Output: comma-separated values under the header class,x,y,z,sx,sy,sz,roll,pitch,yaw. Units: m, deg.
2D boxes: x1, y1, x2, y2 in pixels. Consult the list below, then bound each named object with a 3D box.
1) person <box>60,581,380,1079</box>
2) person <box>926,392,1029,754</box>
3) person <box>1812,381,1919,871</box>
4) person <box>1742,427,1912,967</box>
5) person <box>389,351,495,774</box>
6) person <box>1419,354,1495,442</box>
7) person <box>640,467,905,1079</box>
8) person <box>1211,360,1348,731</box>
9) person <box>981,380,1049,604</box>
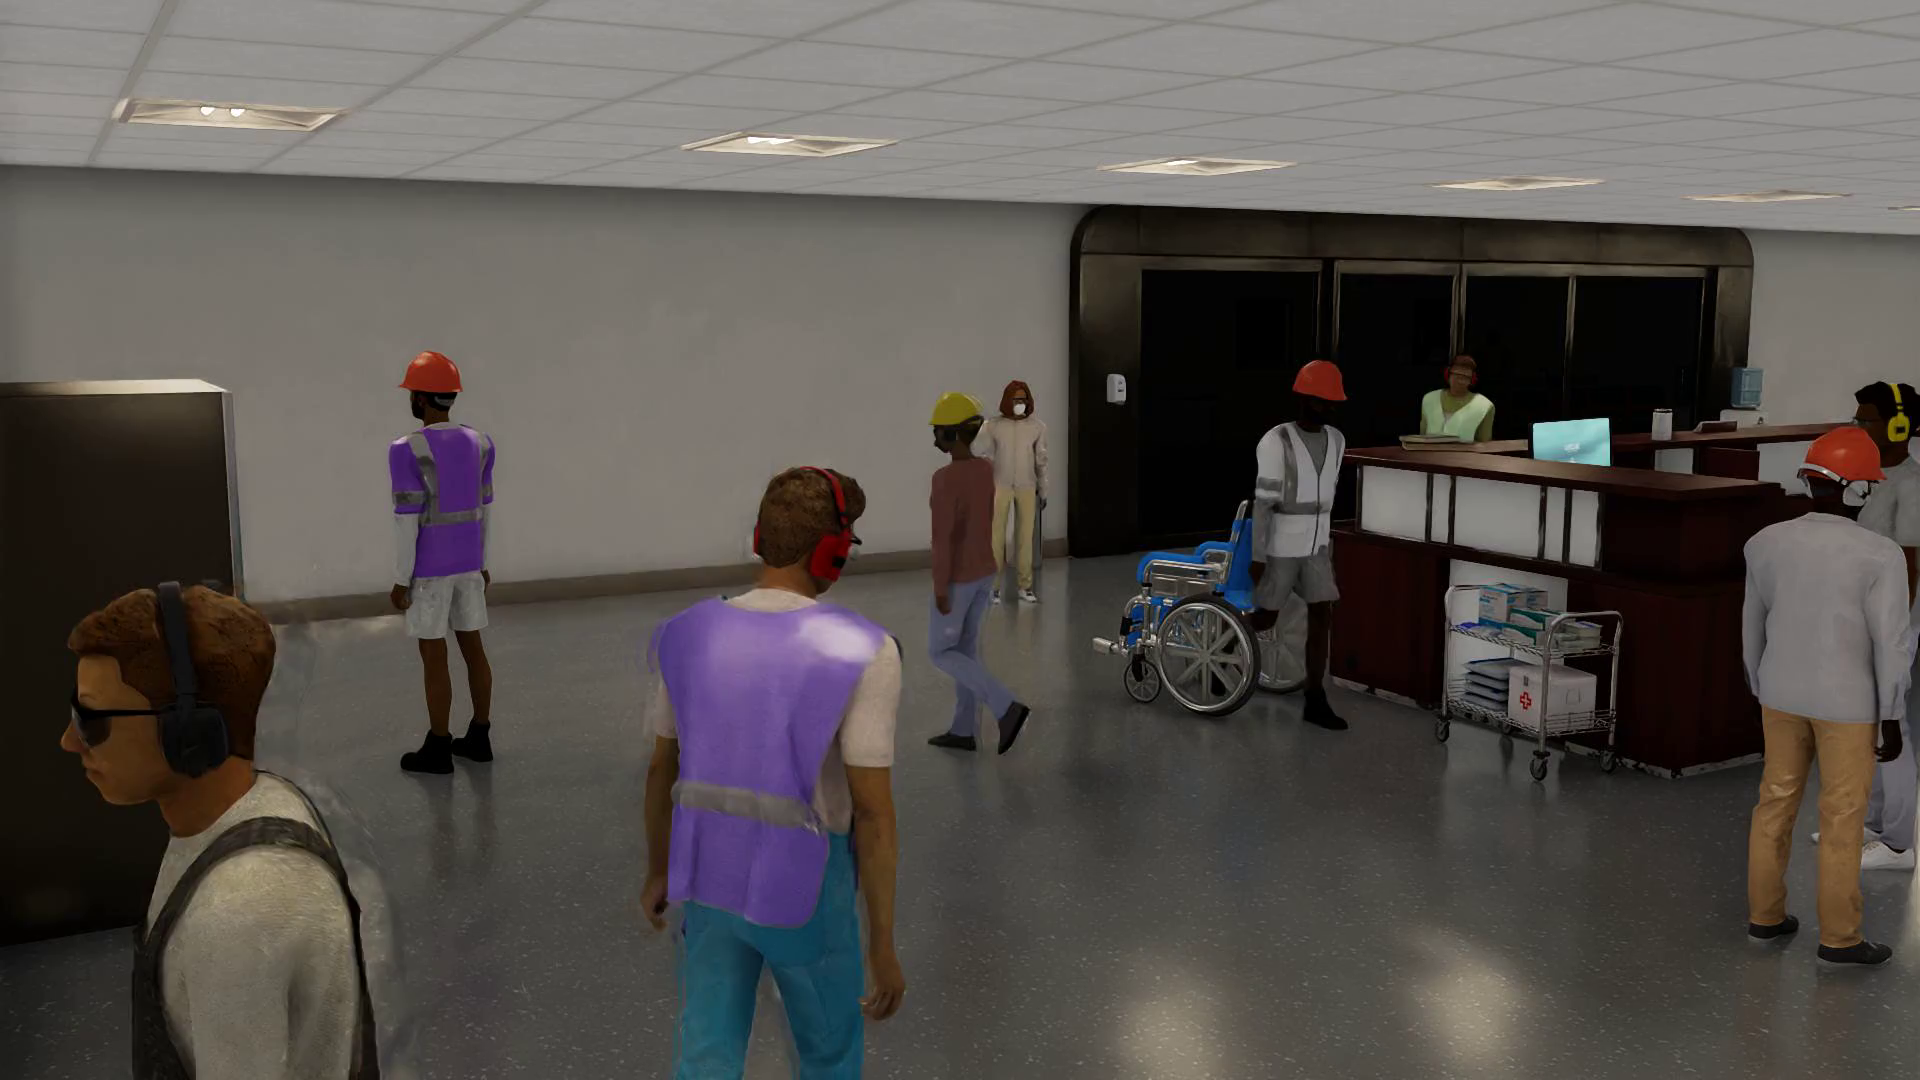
class,x,y,z,sx,sy,sz,roll,pitch,yaw
person,-0.893,0.935,2.211,0.971,1.799,0.523,-4,9,-26
person,0.069,0.180,7.853,0.549,1.755,0.529,5,9,30
person,3.526,0.329,6.358,0.324,1.862,0.512,2,8,17
person,2.838,0.505,5.450,0.325,1.752,0.559,-4,9,-29
person,-2.395,0.105,7.675,0.350,1.942,0.545,5,9,33
person,3.679,-0.474,12.330,0.715,1.813,0.606,-7,11,-41
person,-0.386,0.742,3.548,0.722,1.794,0.869,3,9,23
person,1.660,0.000,8.667,0.559,1.900,0.881,-4,9,-29
person,0.398,-0.344,12.080,0.508,1.627,0.291,-1,8,-9
